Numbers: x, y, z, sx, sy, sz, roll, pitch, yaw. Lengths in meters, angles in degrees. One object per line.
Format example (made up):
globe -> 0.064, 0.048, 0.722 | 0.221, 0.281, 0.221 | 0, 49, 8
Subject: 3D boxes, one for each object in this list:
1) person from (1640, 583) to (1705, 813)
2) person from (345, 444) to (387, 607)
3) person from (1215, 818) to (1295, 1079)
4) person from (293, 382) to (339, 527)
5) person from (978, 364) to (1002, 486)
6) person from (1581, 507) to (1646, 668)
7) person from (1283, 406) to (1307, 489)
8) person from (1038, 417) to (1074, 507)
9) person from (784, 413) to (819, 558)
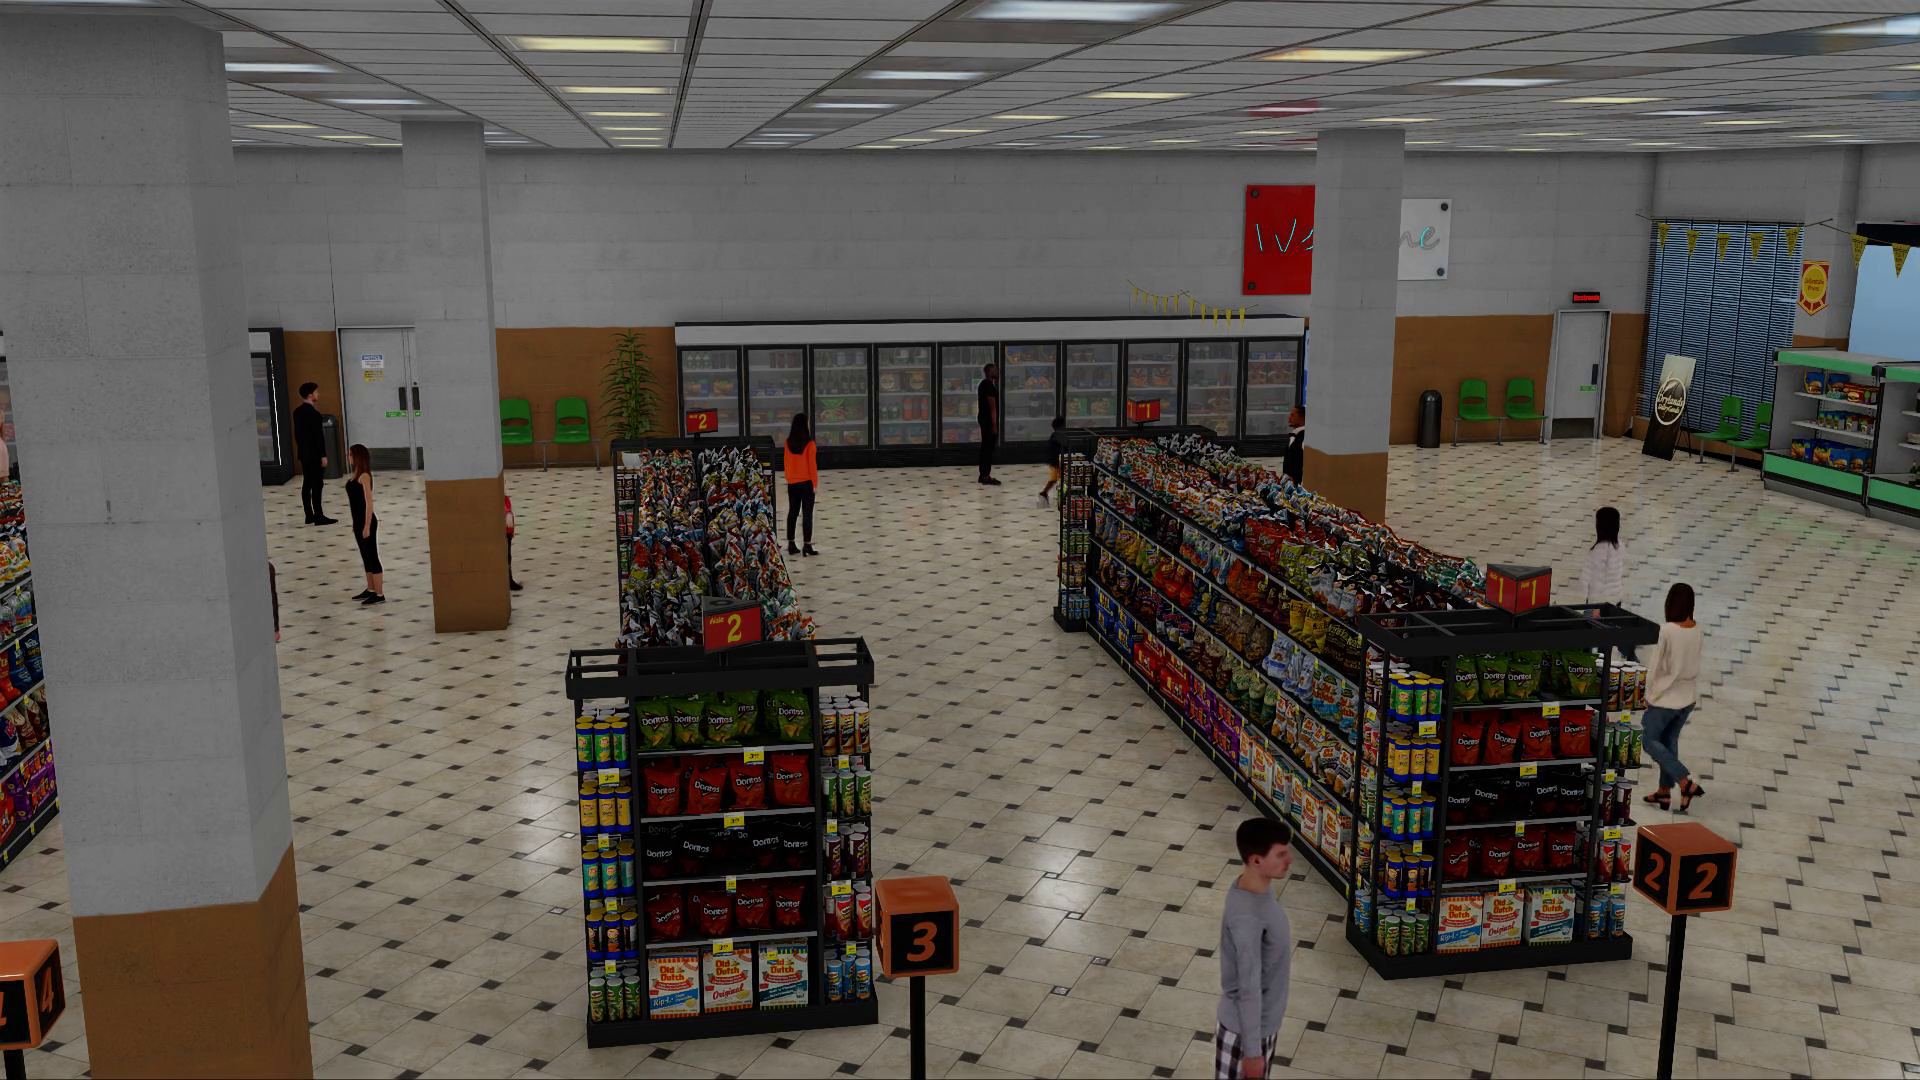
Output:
person -> 5.049, 1.144, 11.683 | 0.733, 1.667, 0.850 | -6, 13, -24
person -> -6.370, -0.175, 17.807 | 0.708, 1.726, 0.584 | -8, 15, -35
person -> 1.213, 2.039, 6.998 | 0.763, 1.847, 0.634 | 3, 12, 15
person -> -8.588, -1.147, 22.026 | 0.772, 1.889, 0.845 | 9, 15, 37
person -> 0.432, -1.758, 25.100 | 0.731, 1.818, 0.483 | -3, 12, -13
person -> 5.773, 0.533, 14.708 | 0.954, 1.617, 1.127 | -10, 15, -40
person -> 3.953, -0.616, 19.434 | 0.758, 1.919, 0.507 | -3, 12, -12
person -> 1.346, -1.086, 23.274 | 0.830, 1.255, 0.855 | -10, 16, -40
person -> -1.925, -0.671, 20.106 | 0.701, 1.748, 0.757 | 8, 14, 33
